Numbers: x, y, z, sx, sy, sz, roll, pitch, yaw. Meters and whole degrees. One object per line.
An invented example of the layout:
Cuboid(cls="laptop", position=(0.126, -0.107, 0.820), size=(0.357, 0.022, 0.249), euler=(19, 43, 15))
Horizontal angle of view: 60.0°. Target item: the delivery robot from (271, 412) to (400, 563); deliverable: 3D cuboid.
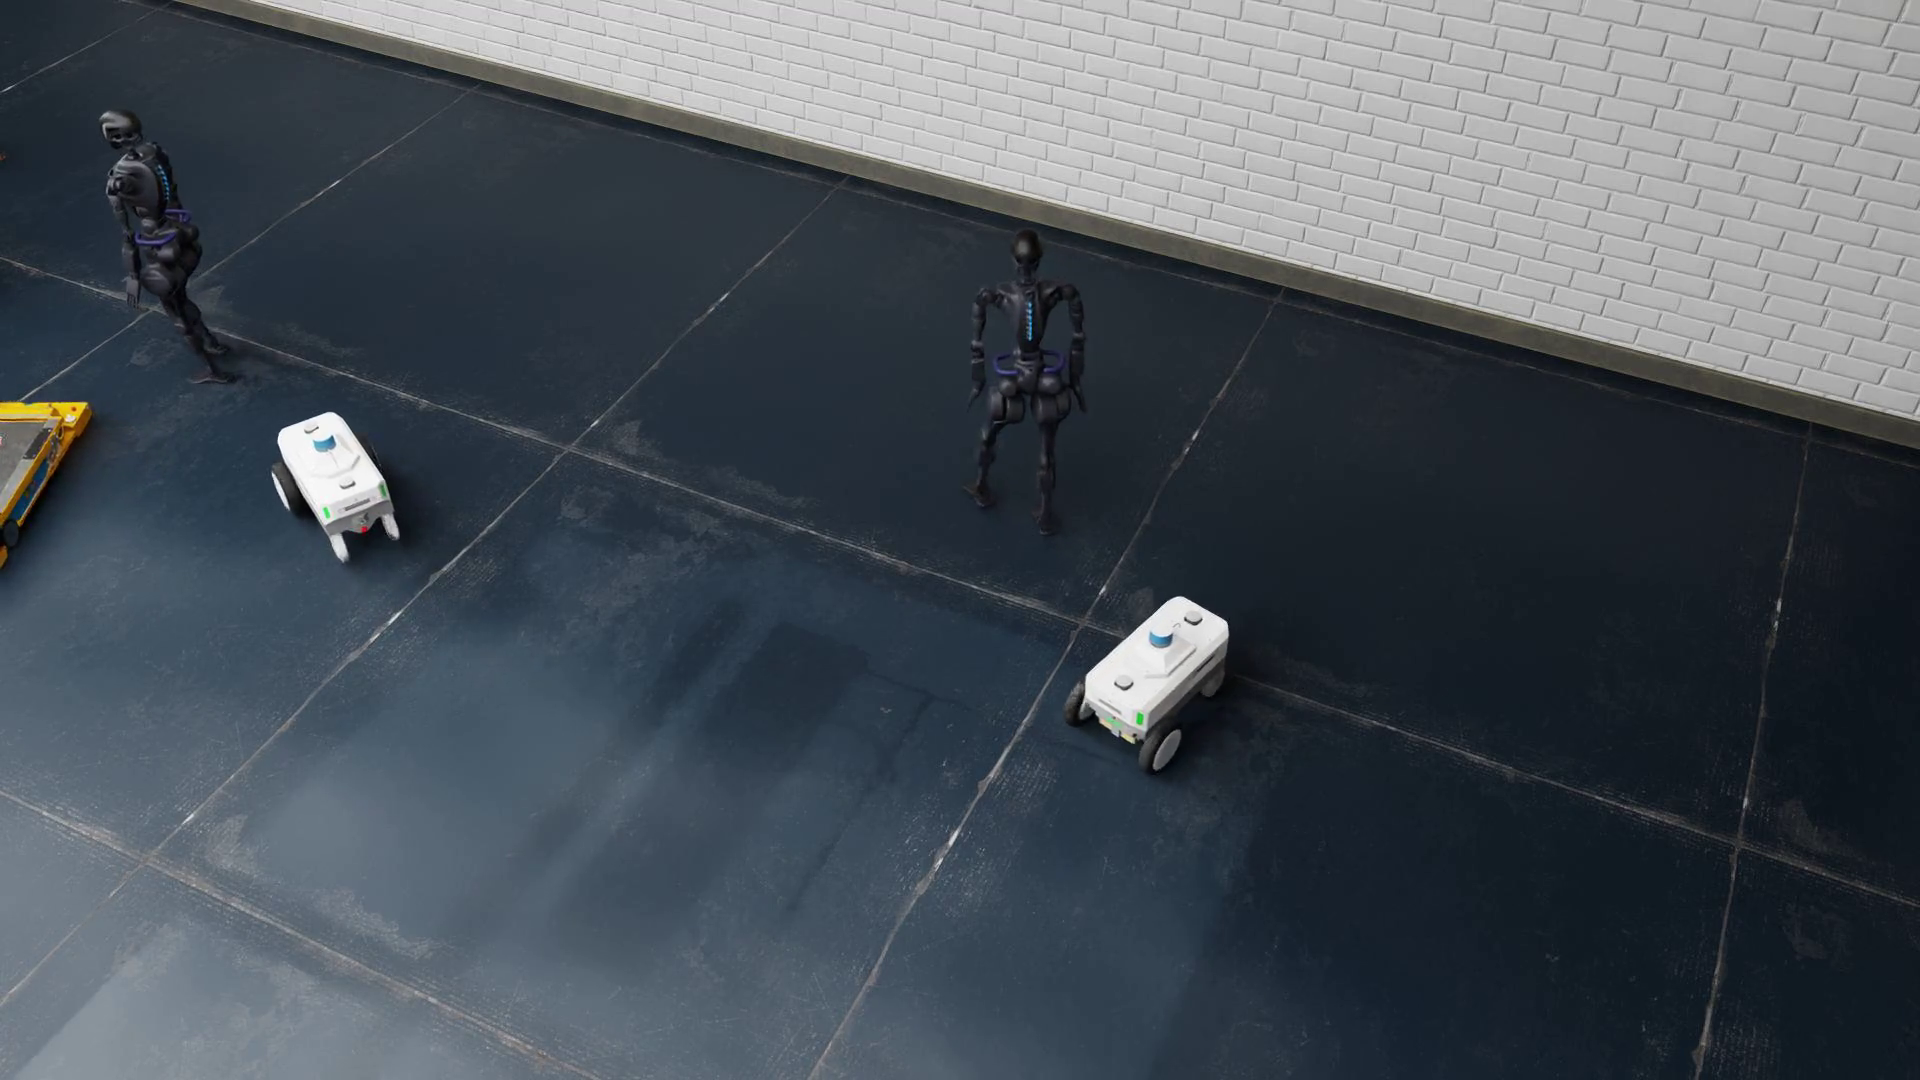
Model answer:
Cuboid(cls="delivery robot", position=(-3.153, -0.311, 8.395), size=(0.499, 0.614, 0.802), euler=(-25, 49, -25))

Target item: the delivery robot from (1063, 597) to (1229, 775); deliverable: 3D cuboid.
Cuboid(cls="delivery robot", position=(0.860, 0.615, 7.393), size=(0.499, 0.611, 0.814), euler=(31, 51, 29))

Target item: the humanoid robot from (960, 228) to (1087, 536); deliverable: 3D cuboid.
Cuboid(cls="humanoid robot", position=(0.309, -0.773, 8.059), size=(0.620, 1.635, 0.534), euler=(-3, 43, -4))

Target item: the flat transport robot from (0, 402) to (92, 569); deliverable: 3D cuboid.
Cuboid(cls="flat transport robot", position=(-5.073, -0.267, 8.543), size=(0.659, 0.231, 1.431), euler=(0, 43, 0))

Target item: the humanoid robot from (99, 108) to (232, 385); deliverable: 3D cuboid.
Cuboid(cls="humanoid robot", position=(-4.269, -1.533, 8.872), size=(0.371, 1.655, 0.587), euler=(4, 43, 4))
